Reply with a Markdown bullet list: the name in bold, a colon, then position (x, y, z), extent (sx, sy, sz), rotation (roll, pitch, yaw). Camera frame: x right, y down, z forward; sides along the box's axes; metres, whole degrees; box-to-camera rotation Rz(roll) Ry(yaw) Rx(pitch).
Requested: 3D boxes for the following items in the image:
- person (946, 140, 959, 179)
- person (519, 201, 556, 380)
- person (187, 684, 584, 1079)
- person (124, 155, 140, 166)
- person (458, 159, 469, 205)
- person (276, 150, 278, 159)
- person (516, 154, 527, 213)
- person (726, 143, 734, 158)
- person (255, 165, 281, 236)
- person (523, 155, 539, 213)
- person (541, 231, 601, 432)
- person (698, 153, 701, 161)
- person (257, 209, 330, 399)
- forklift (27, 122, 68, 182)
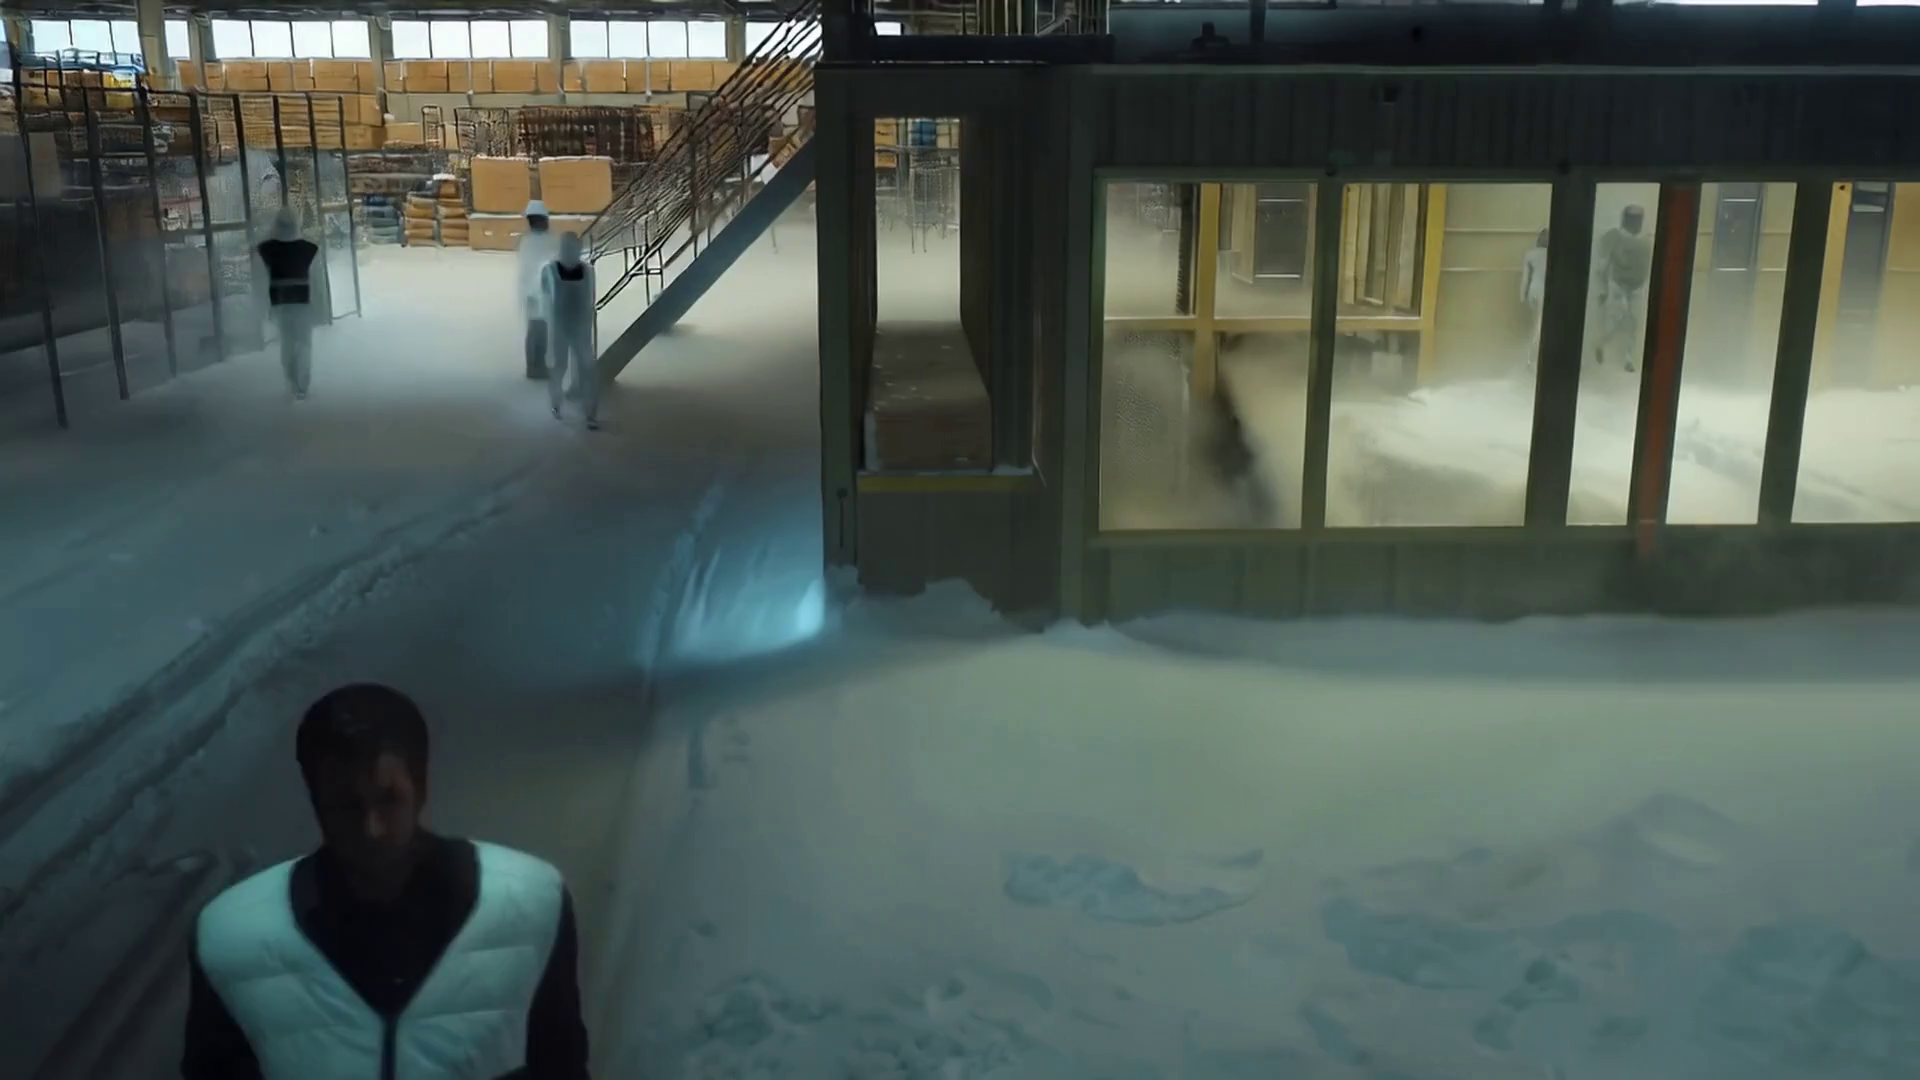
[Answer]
- **person**: position (-0.212, -19.059, 83.434), extent (1.060, 1.942, 0.603), rotation (6, 15, 22)
- **person**: position (-4.596, -2.704, 18.126), extent (0.391, 1.906, 0.603), rotation (1, 14, 4)
- **person**: position (-0.903, 1.137, 2.763), extent (0.615, 1.911, 0.379), rotation (-5, 15, -19)
- **person**: position (-34.229, -15.308, 68.763), extent (0.633, 1.771, 0.839), rotation (-9, 17, -33)
- **person**: position (-16.087, -11.558, 54.065), extent (0.521, 1.618, 0.385), rotation (7, 16, 25)
- **person**: position (-36.814, -20.640, 90.111), extent (0.325, 1.752, 0.560), rotation (-2, 14, -10)
- **person**: position (-11.984, -9.660, 45.867), extent (0.376, 1.932, 0.543), rotation (2, 14, 8)
- **person**: position (-11.846, -19.578, 85.730), extent (0.525, 1.823, 0.757), rotation (2, 14, 10)
- **person**: position (-16.116, -7.815, 38.747), extent (0.611, 1.799, 0.574), rotation (4, 15, 15)
- **person**: position (-10.740, -8.691, 41.911), extent (0.741, 1.974, 0.621), rotation (4, 15, 15)
- **person**: position (-3.586, -1.927, 15.234), extent (0.500, 1.809, 0.938), rotation (-8, 16, -28)
- **person**: position (-11.772, -16.644, 74.187), extent (0.749, 1.736, 0.524), rotation (2, 14, 7)
- **person**: position (-6.764, -2.407, 16.949), extent (0.636, 1.890, 0.779), rotation (-4, 15, -14)
- **forklift**: position (-35.376, -14.773, 64.377), extent (1.129, 2.768, 1.873), rotation (-1, 14, -2)
